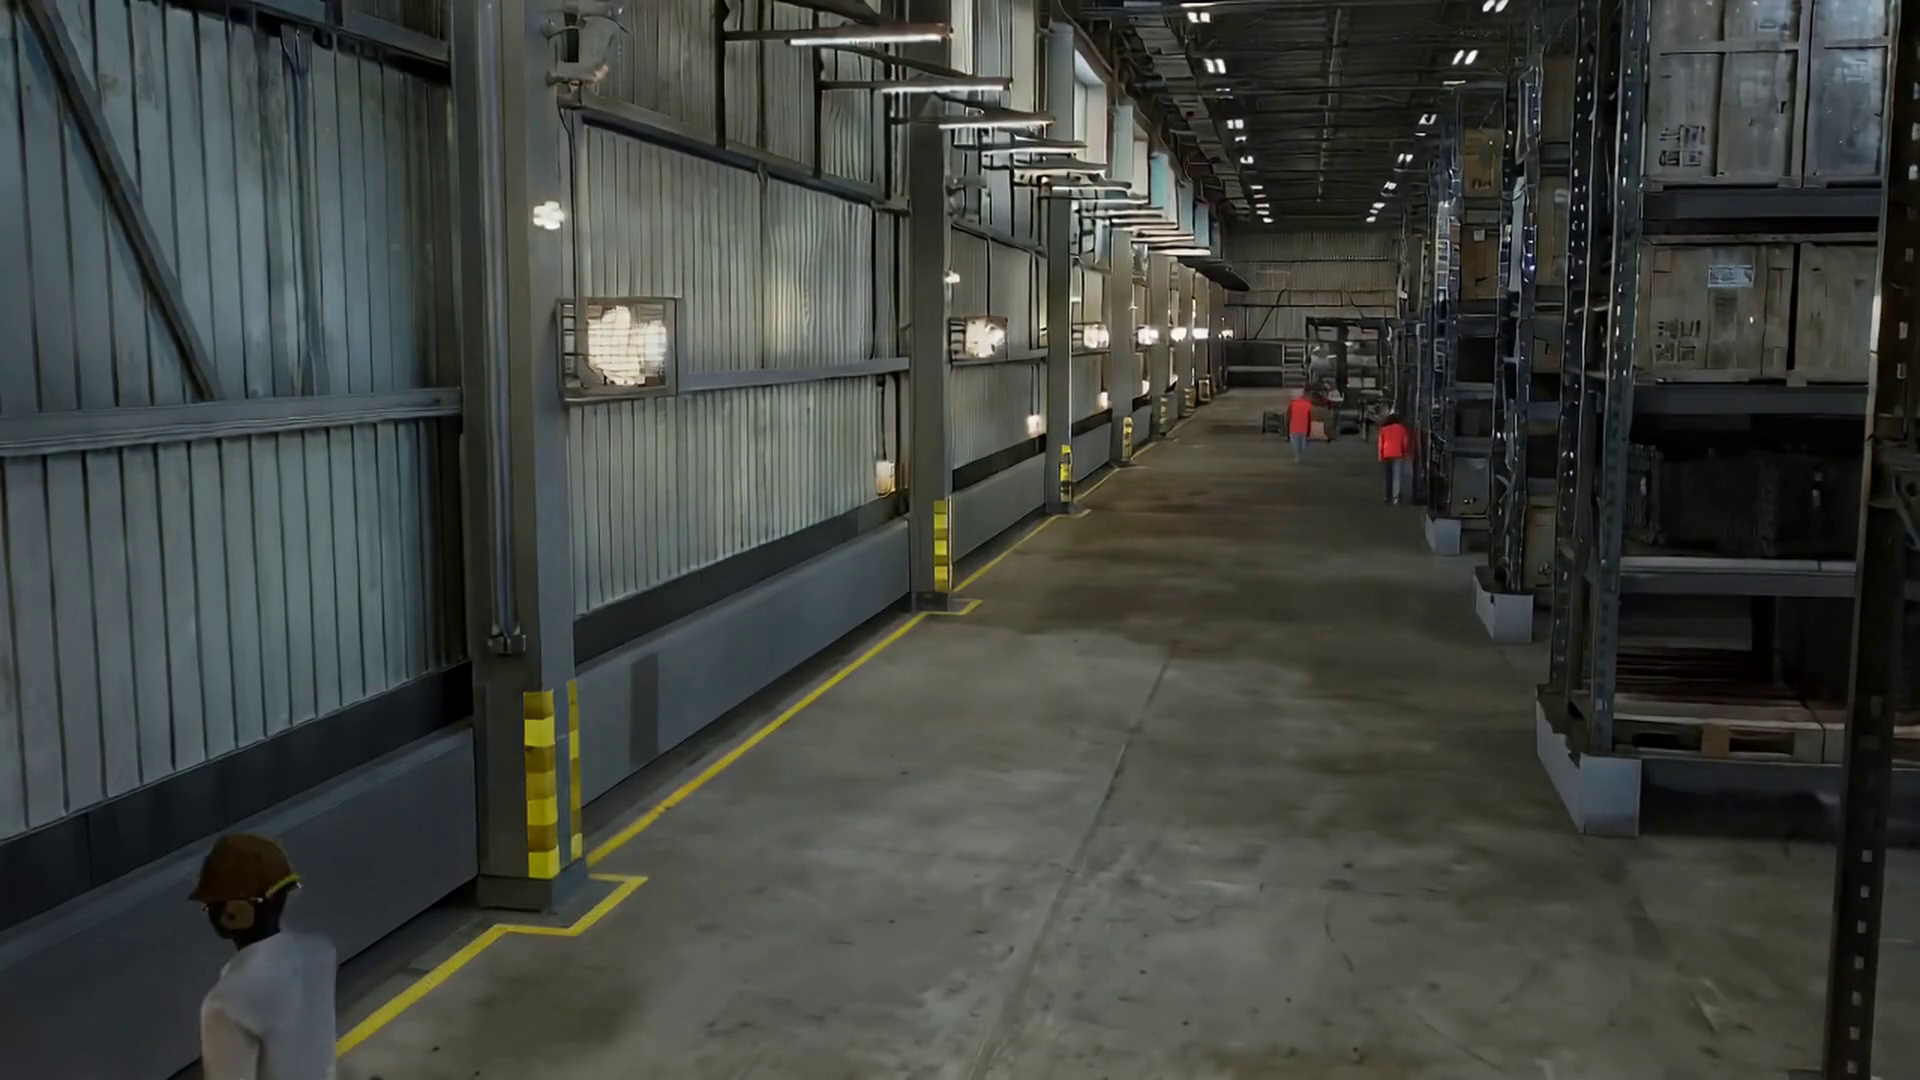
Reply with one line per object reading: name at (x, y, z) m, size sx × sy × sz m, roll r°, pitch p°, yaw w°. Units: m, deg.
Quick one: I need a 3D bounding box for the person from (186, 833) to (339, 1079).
person at (-1.878, 1.663, 4.629) m, size 0.683 × 1.730 × 0.593 m, roll 1°, pitch 7°, yaw 7°

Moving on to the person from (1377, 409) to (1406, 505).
person at (7.796, -1.509, 30.050) m, size 0.524 × 1.726 × 0.888 m, roll 1°, pitch 7°, yaw 9°

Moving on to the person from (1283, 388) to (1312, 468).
person at (7.716, -2.569, 38.181) m, size 0.629 × 1.826 × 0.566 m, roll -2°, pitch 7°, yaw -18°
